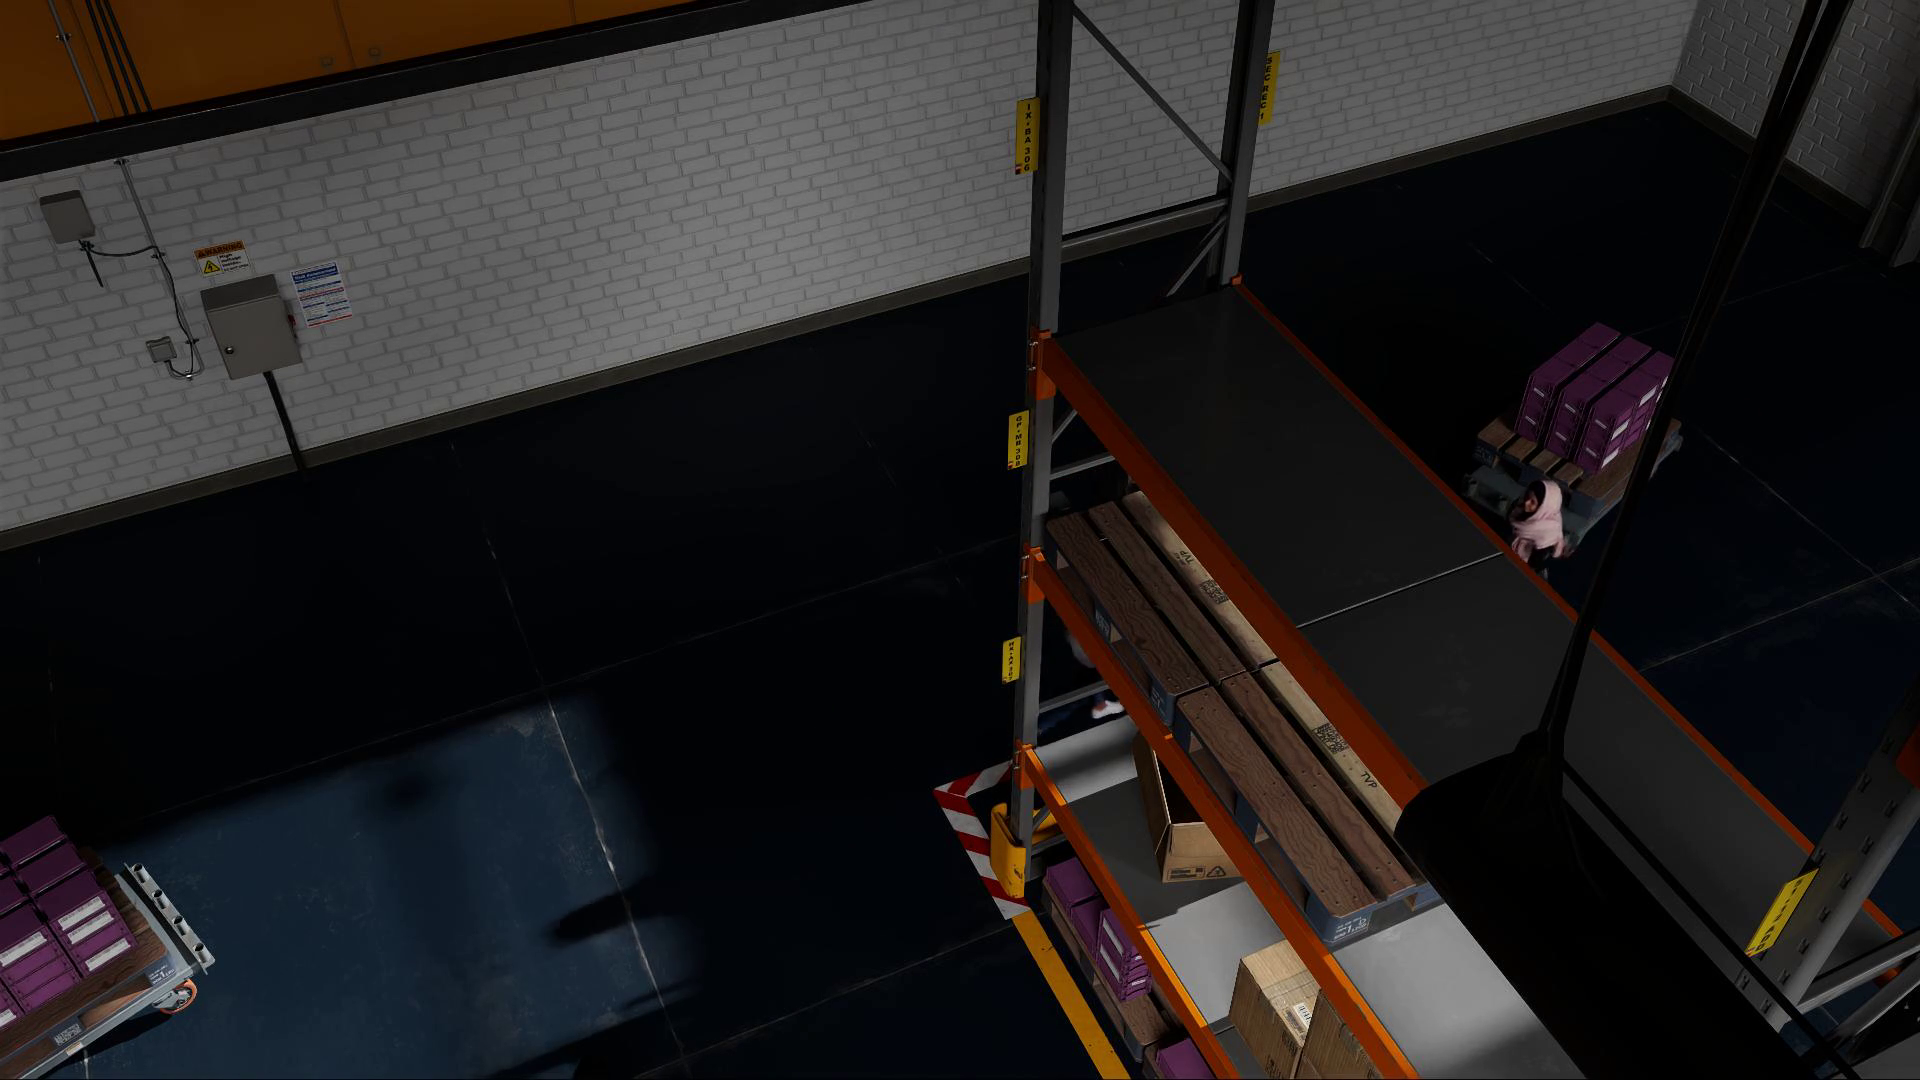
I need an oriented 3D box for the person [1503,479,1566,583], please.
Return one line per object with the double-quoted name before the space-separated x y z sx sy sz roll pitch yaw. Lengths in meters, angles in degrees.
"person" 3.702 0.198 10.822 0.771 1.620 0.670 -10 45 -11
